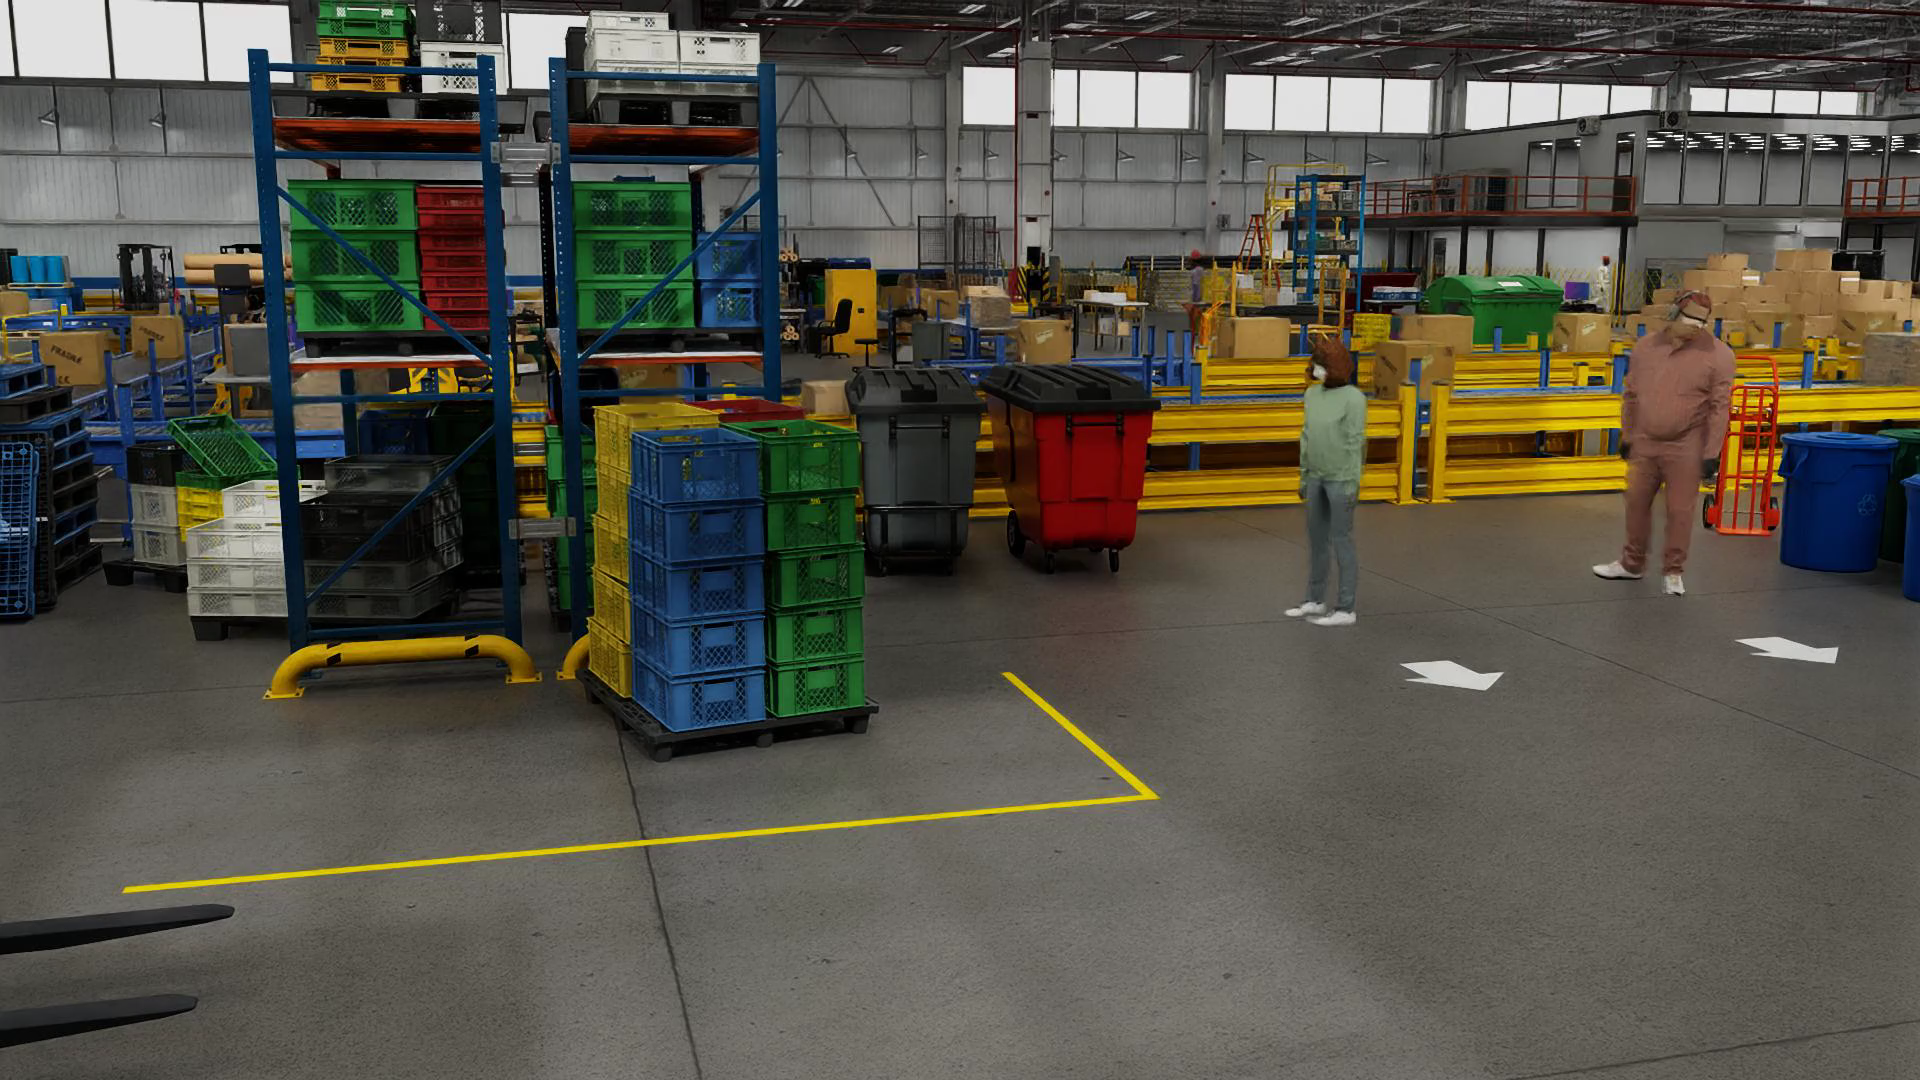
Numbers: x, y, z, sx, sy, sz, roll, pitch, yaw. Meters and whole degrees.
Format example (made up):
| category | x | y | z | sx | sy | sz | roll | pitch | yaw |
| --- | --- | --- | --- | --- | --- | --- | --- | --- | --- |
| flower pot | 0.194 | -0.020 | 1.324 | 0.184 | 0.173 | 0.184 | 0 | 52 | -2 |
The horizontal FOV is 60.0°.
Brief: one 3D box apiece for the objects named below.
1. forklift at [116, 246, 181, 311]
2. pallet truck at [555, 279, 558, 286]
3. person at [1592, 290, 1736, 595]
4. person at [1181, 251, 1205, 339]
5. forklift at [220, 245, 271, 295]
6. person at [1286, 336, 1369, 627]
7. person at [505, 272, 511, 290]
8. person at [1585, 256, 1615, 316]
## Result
| category | x | y | z | sx | sy | sz | roll | pitch | yaw |
| --- | --- | --- | --- | --- | --- | --- | --- | --- | --- |
| forklift | -19.966 | -6.232 | 40.894 | 1.157 | 1.987 | 2.680 | -3 | 10 | -15 |
| pallet truck | -10.604 | -6.375 | 44.520 | 0.653 | 1.274 | 1.630 | -3 | 10 | -15 |
| person | 4.334 | -0.597 | 10.208 | 0.474 | 1.870 | 0.752 | -9 | 14 | -42 |
| person | 5.516 | -5.631 | 38.273 | 0.736 | 2.024 | 0.624 | 5 | 11 | 24 |
| forklift | -17.749 | -6.334 | 41.440 | 1.157 | 1.987 | 2.680 | -3 | 10 | -17 |
| person | 2.087 | -0.331 | 9.366 | 0.275 | 1.629 | 0.509 | -5 | 11 | -26 |
| person | -11.858 | -6.379 | 42.847 | 0.664 | 1.893 | 0.479 | 9 | 14 | 42 |
| person | 19.522 | -7.730 | 50.639 | 0.828 | 1.857 | 0.579 | 9 | 14 | 43 |
